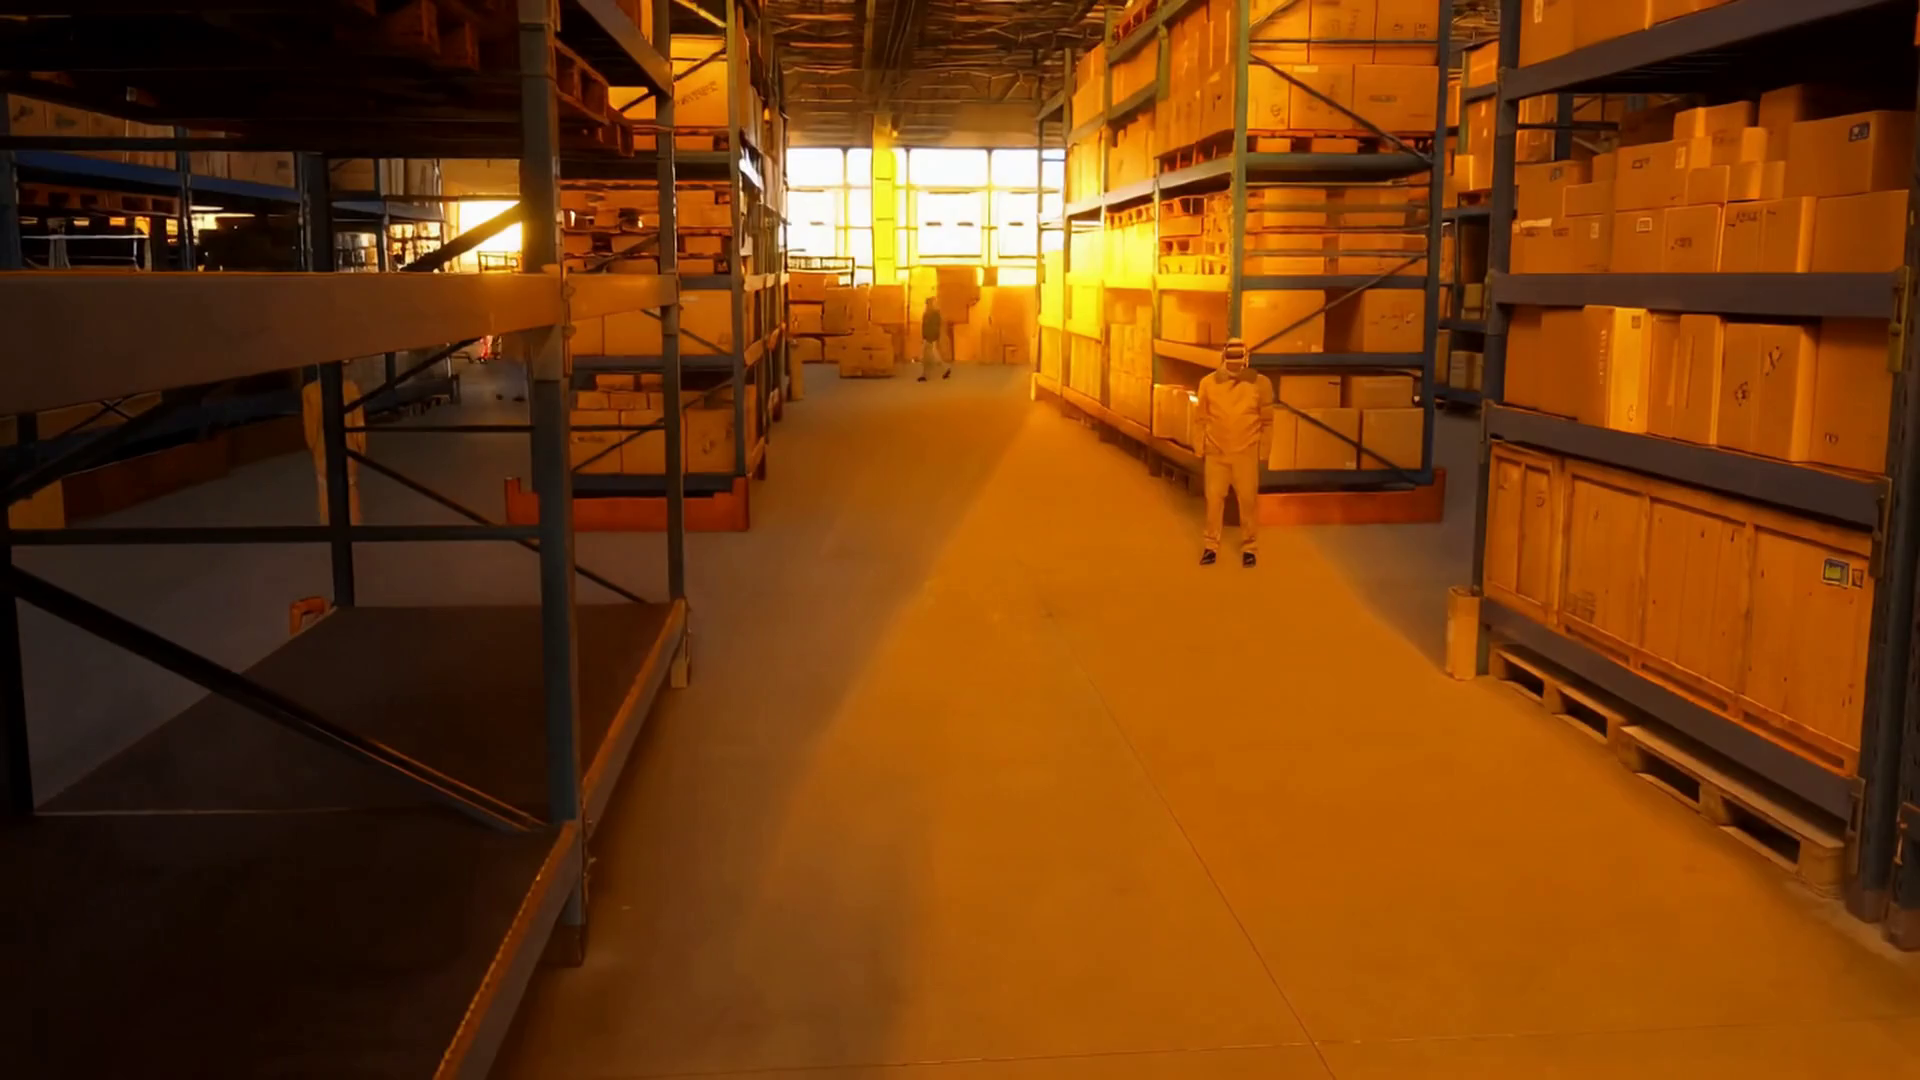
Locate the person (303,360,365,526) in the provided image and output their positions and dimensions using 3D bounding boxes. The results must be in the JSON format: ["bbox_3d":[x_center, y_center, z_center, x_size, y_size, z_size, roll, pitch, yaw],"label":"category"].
[{"bbox_3d":[-5.676,-0.878,15.129,0.523,1.769,0.314,-1,9,-7],"label":"person"}]

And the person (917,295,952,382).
[{"bbox_3d":[-0.589,-4.557,37.602,0.823,1.972,0.622,-7,12,-38],"label":"person"}]

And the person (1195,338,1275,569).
[{"bbox_3d":[2.240,-0.710,13.680,0.645,1.898,0.396,4,10,21],"label":"person"}]

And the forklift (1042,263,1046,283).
[{"bbox_3d":[3.351,-8.646,60.421,1.873,2.768,1.129,6,11,35],"label":"forklift"}]

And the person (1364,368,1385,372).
[{"bbox_3d":[6.397,-2.630,25.953,0.622,1.824,0.564,-1,9,-7],"label":"person"}]

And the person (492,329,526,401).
[{"bbox_3d":[-8.635,-3.615,31.890,0.932,1.895,0.636,8,12,40],"label":"person"}]
